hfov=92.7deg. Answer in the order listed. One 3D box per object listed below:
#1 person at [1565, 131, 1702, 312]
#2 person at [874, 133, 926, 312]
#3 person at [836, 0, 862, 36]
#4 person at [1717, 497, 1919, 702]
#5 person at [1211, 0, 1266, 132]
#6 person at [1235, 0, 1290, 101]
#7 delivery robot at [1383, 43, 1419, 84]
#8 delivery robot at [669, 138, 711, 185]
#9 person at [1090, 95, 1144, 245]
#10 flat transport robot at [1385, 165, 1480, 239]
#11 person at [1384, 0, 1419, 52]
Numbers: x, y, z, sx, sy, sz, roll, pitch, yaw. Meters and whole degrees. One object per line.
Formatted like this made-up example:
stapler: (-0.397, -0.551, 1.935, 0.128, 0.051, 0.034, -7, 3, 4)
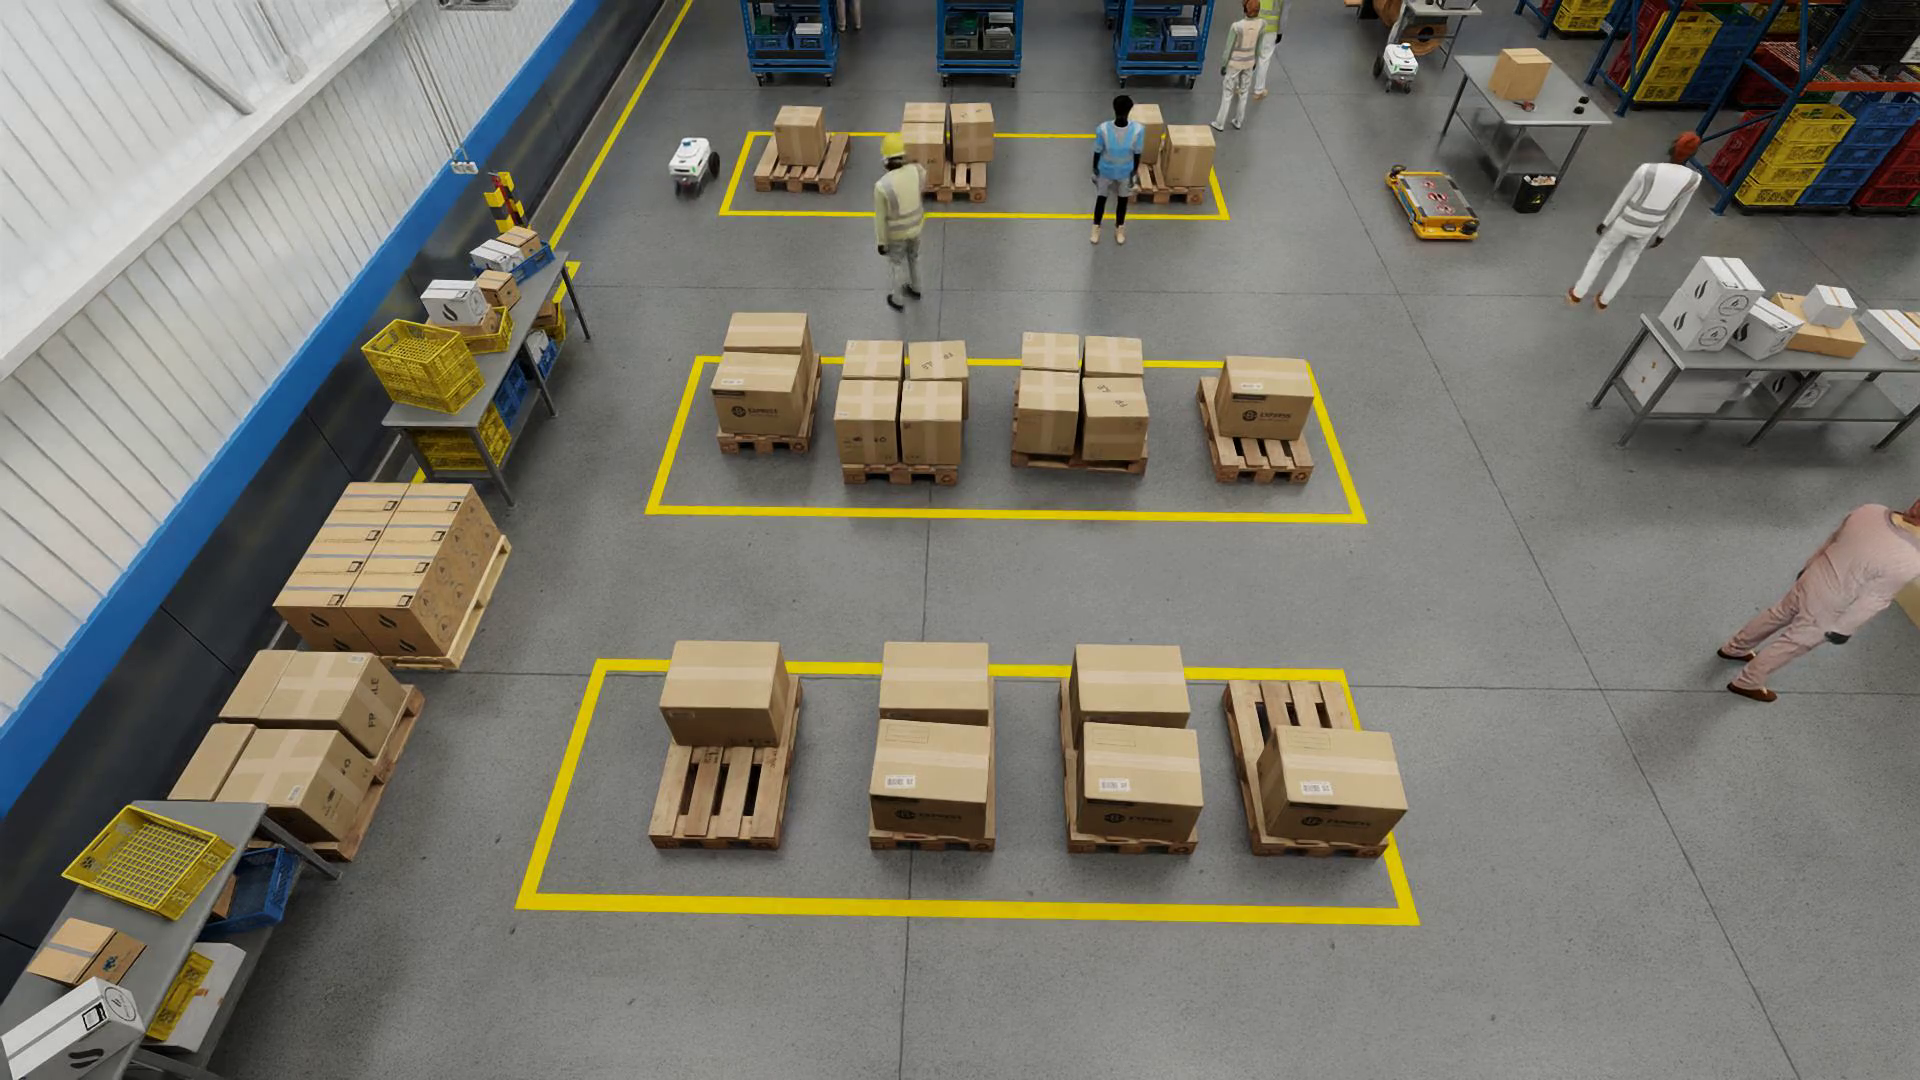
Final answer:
person: (6.773, -3.142, 9.184, 0.611, 1.884, 0.391, 12, 50, 10)
person: (-0.595, -3.155, 9.230, 0.637, 1.822, 0.428, -26, 54, -21)
person: (-1.767, -8.843, 14.049, 0.622, 1.982, 0.412, -20, 52, -16)
person: (5.846, 0.374, 6.127, 0.400, 1.900, 0.648, 12, 50, 10)
person: (3.664, -6.215, 12.003, 0.516, 1.631, 0.317, -11, 50, -9)
person: (4.171, -7.052, 12.590, 0.624, 1.841, 0.430, 32, 56, 24)
delivery robot: (6.372, -6.919, 13.258, 0.477, 0.478, 0.707, 5, 49, 4)
delivery robot: (-3.341, -4.719, 11.353, 0.477, 0.478, 0.707, 4, 49, 3)
person: (1.703, -4.056, 10.095, 0.544, 1.686, 0.324, 3, 49, 3)
flat transport robot: (5.692, -4.094, 11.059, 0.652, 0.197, 1.431, 1, 49, 1)
person: (6.586, -7.899, 13.267, 0.380, 1.930, 0.630, 23, 53, 19)
